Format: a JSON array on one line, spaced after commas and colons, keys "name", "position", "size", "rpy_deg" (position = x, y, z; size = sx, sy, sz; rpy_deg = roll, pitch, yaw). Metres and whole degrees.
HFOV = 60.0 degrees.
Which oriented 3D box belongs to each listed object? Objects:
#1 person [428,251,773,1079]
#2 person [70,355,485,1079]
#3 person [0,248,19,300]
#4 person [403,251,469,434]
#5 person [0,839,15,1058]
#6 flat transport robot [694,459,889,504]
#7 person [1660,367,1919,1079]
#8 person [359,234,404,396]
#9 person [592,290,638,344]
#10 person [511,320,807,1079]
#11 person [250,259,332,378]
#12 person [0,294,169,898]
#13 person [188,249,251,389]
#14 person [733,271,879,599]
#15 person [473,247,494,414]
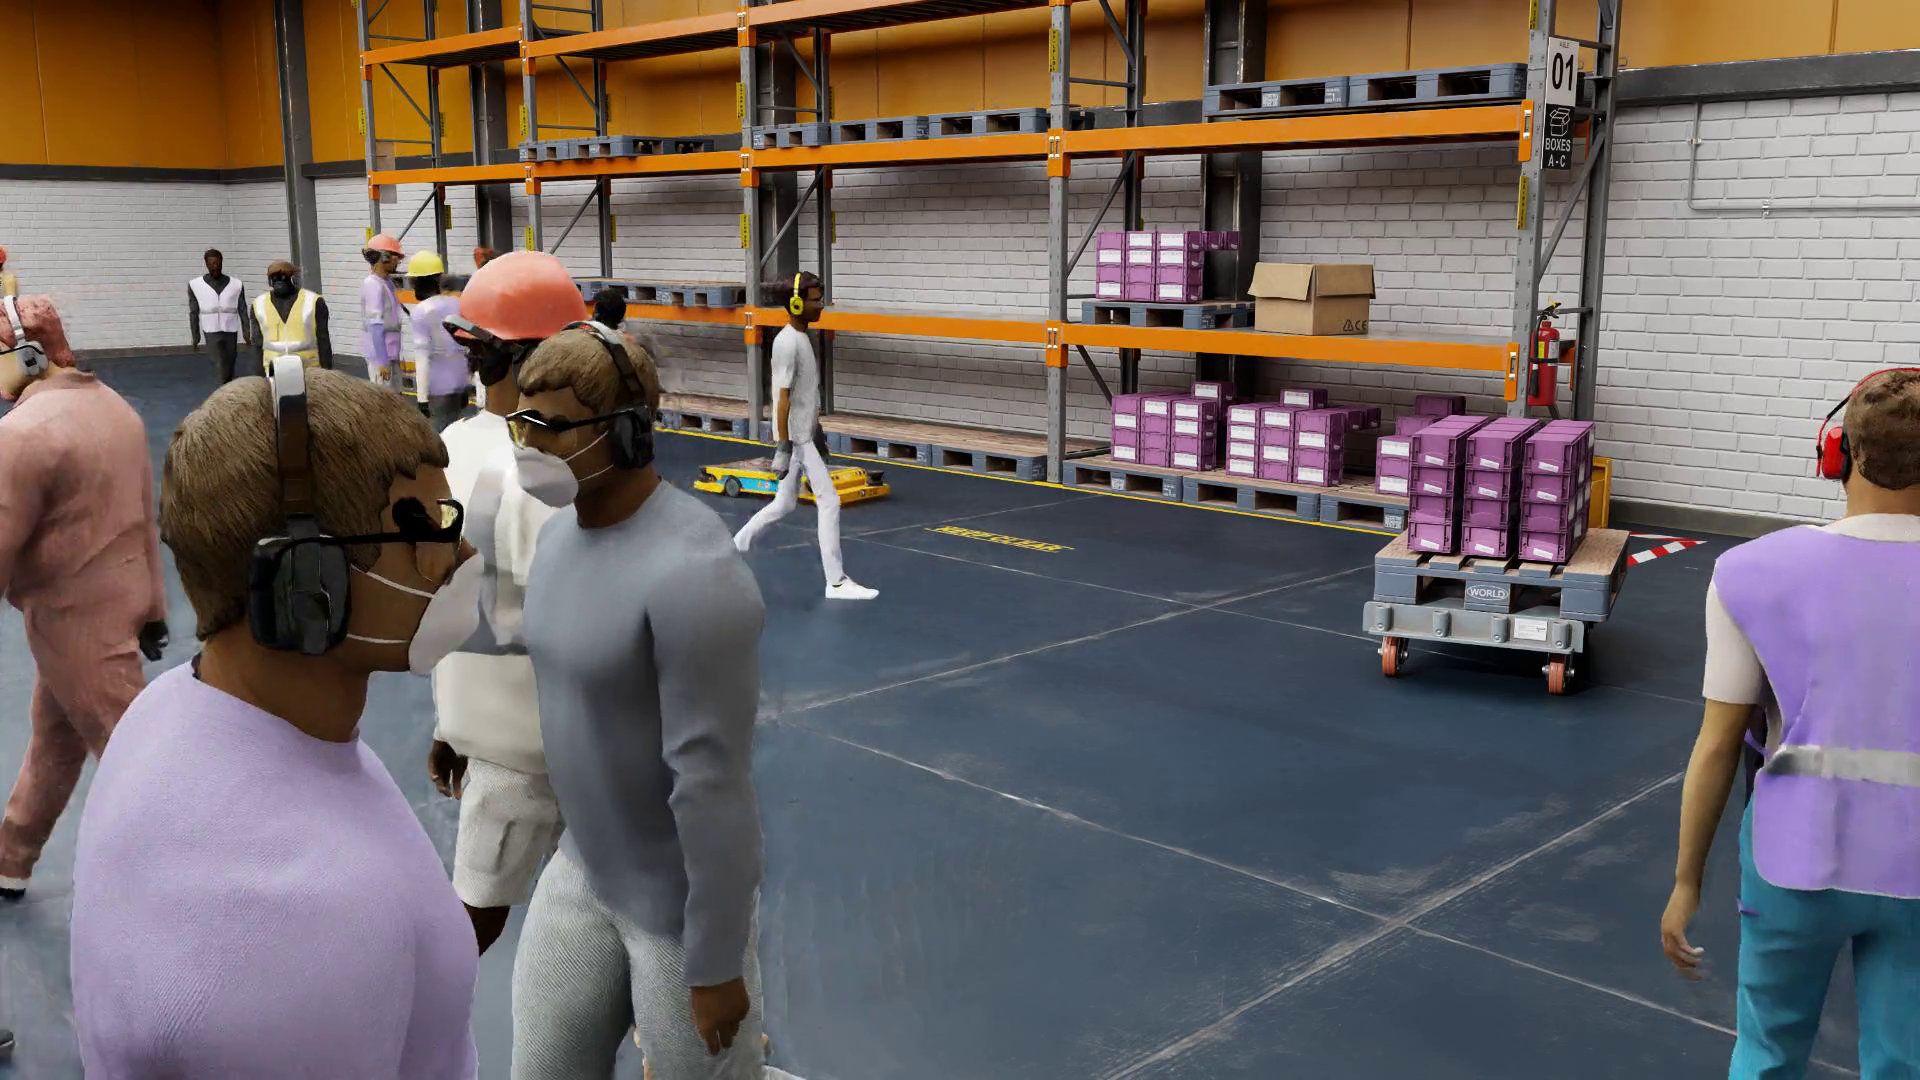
[{"name": "person", "position": [-0.939, 0.388, 3.570], "size": [1.076, 1.992, 0.624], "rpy_deg": [-6, 12, -30]}, {"name": "person", "position": [-0.639, 0.801, 1.493], "size": [0.535, 1.928, 0.627], "rpy_deg": [-5, 12, -25]}, {"name": "person", "position": [-11.927, -2.723, 20.797], "size": [0.569, 1.890, 0.525], "rpy_deg": [7, 13, 34]}, {"name": "person", "position": [-3.663, -1.109, 11.941], "size": [0.609, 1.909, 0.602], "rpy_deg": [4, 11, 19]}, {"name": "person", "position": [-2.511, 0.389, 4.047], "size": [0.534, 1.808, 0.619], "rpy_deg": [-2, 11, -13]}, {"name": "flat transport robot", "position": [-1.320, -0.469, 12.931], "size": [1.431, 0.197, 0.652], "rpy_deg": [7, 12, 33]}, {"name": "person", "position": [1.567, 0.611, 2.888], "size": [0.614, 1.805, 0.840], "rpy_deg": [3, 11, 17]}, {"name": "person", "position": [-4.868, -1.549, 14.069], "size": [0.384, 2.020, 0.645], "rpy_deg": [-1, 10, -7]}, {"name": "person", "position": [-2.396, -0.878, 11.384], "size": [0.884, 1.641, 0.544], "rpy_deg": [4, 11, 23]}, {"name": "person", "position": [-0.445, 0.568, 2.849], "size": [0.907, 1.901, 0.632], "rpy_deg": [-8, 13, -38]}, {"name": "person", "position": [-5.524, -1.403, 13.785], "size": [0.639, 1.829, 0.516], "rpy_deg": [-2, 11, -9]}, {"name": "person", "position": [-2.642, 0.232, 4.804], "size": [0.960, 1.849, 0.637], "rpy_deg": [-1, 10, -7]}, {"name": "person", "position": [-8.334, -2.335, 18.746], "size": [0.603, 1.875, 0.978], "rpy_deg": [-7, 13, -34]}, {"name": "person", "position": [-0.954, -0.570, 9.231], "size": [0.914, 1.836, 0.519], "rpy_deg": [-1, 10, -4]}, {"name": "person", "position": [-5.311, -2.329, 18.676], "size": [0.355, 1.884, 0.575], "rpy_deg": [-6, 12, -28]}]
